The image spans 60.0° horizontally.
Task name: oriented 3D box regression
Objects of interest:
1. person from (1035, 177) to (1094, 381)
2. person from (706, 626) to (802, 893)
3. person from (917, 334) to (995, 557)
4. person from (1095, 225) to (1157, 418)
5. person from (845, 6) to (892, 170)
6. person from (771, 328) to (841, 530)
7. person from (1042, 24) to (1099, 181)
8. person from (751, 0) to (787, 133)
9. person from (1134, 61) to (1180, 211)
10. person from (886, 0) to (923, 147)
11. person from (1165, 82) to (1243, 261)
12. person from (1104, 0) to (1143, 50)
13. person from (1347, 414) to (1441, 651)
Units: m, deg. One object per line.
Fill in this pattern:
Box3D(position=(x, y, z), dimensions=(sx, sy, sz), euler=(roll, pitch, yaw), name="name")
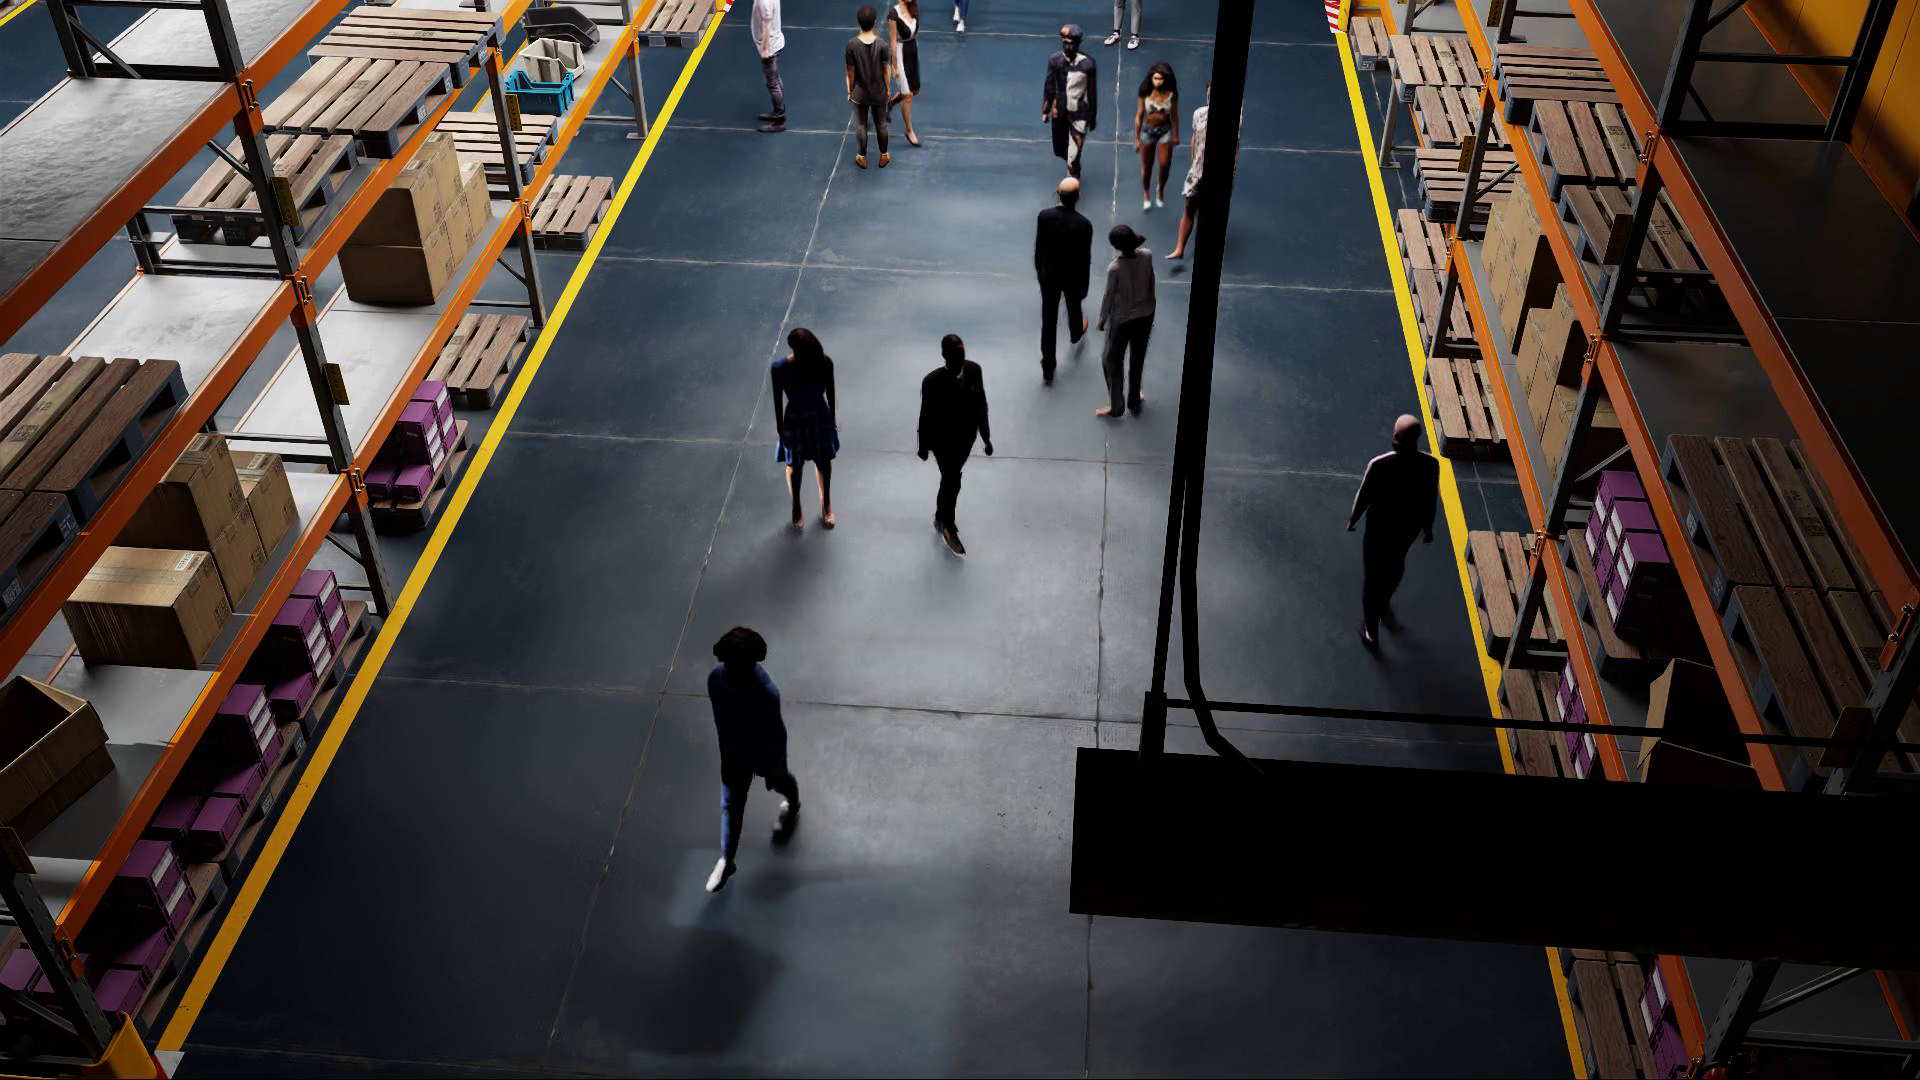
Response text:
Box3D(position=(0.836, -2.184, 14.153), dimensions=(0.855, 1.756, 1.194), euler=(11, 40, 13), name="person")
Box3D(position=(-1.184, 1.195, 9.914), dimensions=(0.972, 1.766, 1.231), euler=(18, 42, 21), name="person")
Box3D(position=(-0.112, -0.801, 12.400), dimensions=(0.901, 1.782, 0.965), euler=(-26, 45, -29), name="person")
Box3D(position=(1.447, -1.832, 13.722), dimensions=(0.776, 1.745, 0.747), euler=(-4, 39, -5), name="person")
Box3D(position=(-0.949, -4.712, 17.350), dimensions=(0.641, 1.717, 0.584), euler=(-2, 39, -2), name="person")
Box3D(position=(-1.138, -0.825, 12.417), dimensions=(0.745, 1.799, 0.735), euler=(-10, 40, -12), name="person")
Box3D(position=(1.145, -4.301, 16.715), dimensions=(0.908, 1.867, 1.120), euler=(11, 40, 13), name="person")
Box3D(position=(-2.064, -5.373, 18.085), dimensions=(0.731, 1.832, 0.558), euler=(-1, 39, -1), name="person")
Box3D(position=(1.959, -4.053, 16.612), dimensions=(0.621, 1.607, 0.596), euler=(3, 39, 4), name="person")
Box3D(position=(-0.650, -5.116, 17.802), dimensions=(0.904, 1.784, 0.917), euler=(25, 45, 28), name="person")
Box3D(position=(2.444, -3.547, 15.838), dimensions=(1.021, 1.782, 1.179), euler=(24, 45, 27), name="person")
Box3D(position=(2.044, -6.875, 19.872), dimensions=(0.785, 1.948, 0.755), euler=(19, 43, 23), name="person")
Box3D(position=(2.979, 0.008, 11.364), dimensions=(0.787, 1.811, 0.891), euler=(-2, 39, -3), name="person")
